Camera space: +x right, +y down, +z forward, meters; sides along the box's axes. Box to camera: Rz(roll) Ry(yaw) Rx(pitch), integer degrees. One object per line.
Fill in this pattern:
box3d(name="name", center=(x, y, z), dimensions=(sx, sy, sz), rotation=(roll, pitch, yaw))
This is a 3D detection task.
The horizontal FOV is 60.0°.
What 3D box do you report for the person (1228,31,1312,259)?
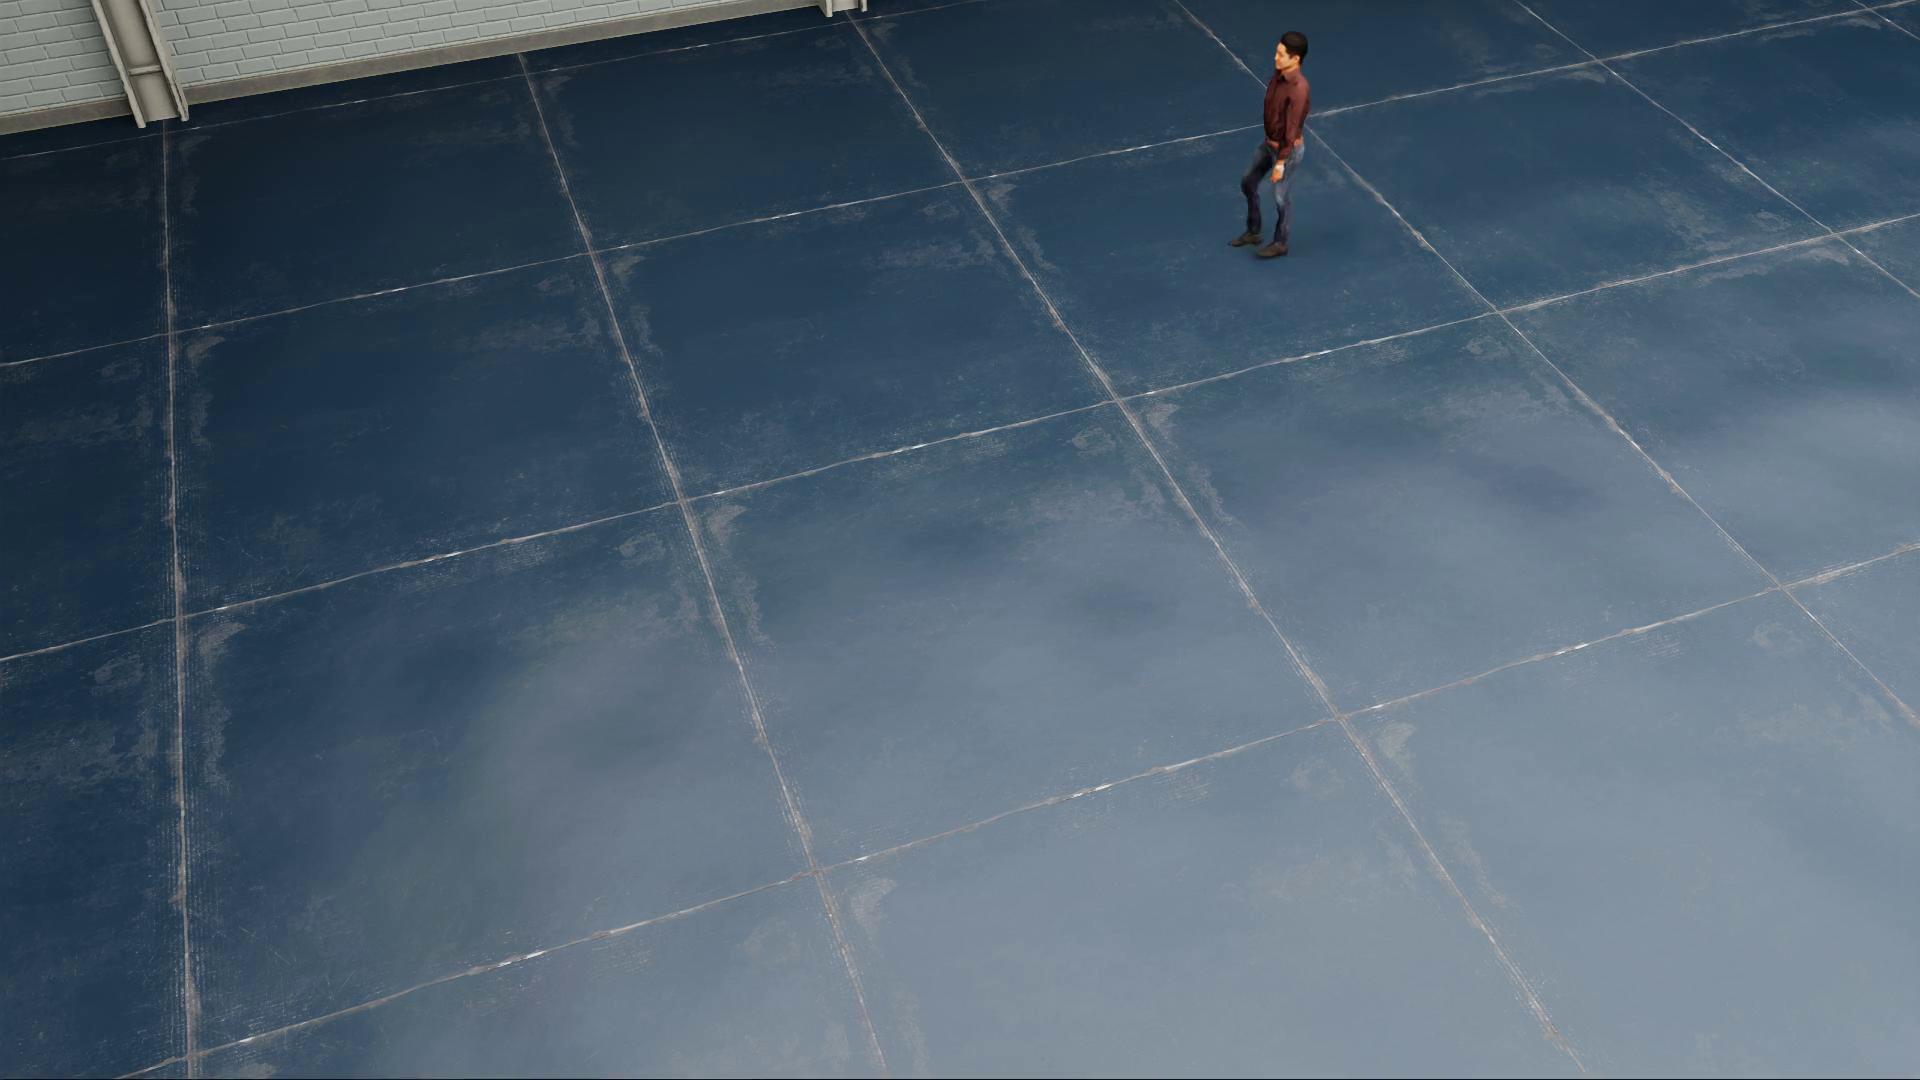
box3d(name="person", center=(2.379, -2.808, 11.928), dimensions=(0.631, 1.766, 0.649), rotation=(-14, 45, -14))
